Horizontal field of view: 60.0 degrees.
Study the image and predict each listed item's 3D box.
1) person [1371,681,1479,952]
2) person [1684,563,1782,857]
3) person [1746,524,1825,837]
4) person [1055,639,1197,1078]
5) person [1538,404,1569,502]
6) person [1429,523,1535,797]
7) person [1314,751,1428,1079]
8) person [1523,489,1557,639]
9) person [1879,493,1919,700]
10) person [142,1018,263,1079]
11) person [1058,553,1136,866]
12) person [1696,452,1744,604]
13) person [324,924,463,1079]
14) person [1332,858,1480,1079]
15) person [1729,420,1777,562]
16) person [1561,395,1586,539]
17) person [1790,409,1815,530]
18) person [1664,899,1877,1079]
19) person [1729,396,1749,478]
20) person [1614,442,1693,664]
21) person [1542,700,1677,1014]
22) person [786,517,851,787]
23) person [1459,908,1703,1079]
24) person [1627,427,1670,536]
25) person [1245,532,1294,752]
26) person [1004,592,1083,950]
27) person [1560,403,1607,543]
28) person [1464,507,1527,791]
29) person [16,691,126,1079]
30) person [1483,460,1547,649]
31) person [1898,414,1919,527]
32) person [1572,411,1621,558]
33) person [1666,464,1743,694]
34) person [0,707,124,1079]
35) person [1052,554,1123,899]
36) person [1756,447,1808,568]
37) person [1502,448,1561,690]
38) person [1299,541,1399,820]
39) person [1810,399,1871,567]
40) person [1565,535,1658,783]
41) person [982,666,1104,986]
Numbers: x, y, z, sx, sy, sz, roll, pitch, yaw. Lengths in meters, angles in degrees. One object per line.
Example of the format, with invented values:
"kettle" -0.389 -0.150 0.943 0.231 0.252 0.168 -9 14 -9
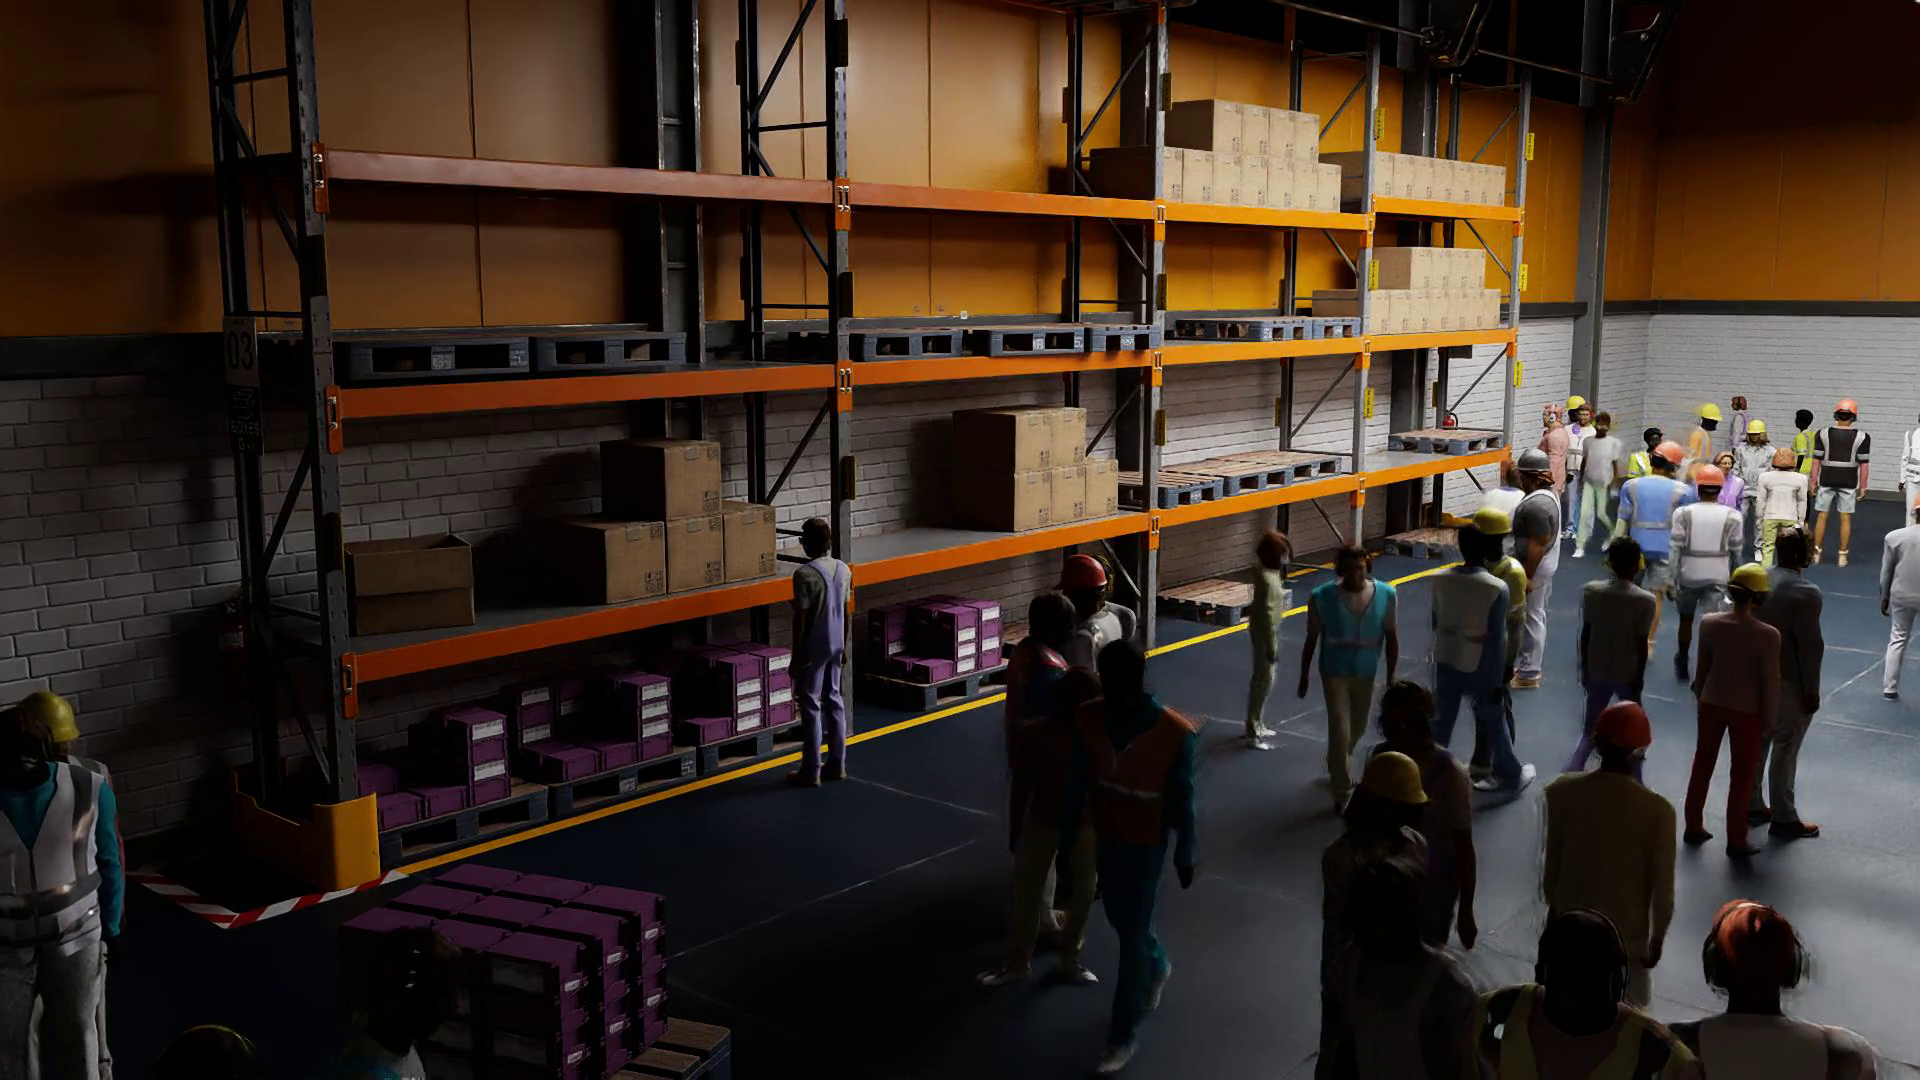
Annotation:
"person" 1.863 1.465 6.836 0.470 1.821 0.543 -6 11 -33
"person" 4.669 1.007 10.006 0.360 1.756 0.525 -6 10 -32
"person" 5.117 0.863 10.339 0.373 1.940 0.630 -2 9 -11
"person" 0.792 1.338 7.485 0.585 1.877 0.907 7 11 37
"person" 7.372 -0.745 20.813 0.407 1.908 0.641 4 10 25
"person" 3.388 0.816 10.919 0.968 1.866 0.614 -7 12 -40
"person" 1.536 1.619 6.125 0.484 1.737 0.320 -5 10 -27
"person" 5.381 0.179 15.761 0.506 1.618 0.535 -4 10 -25
"person" 7.806 0.465 13.542 0.572 1.743 0.349 8 12 41
"person" -1.711 1.949 3.691 0.818 1.830 0.561 7 11 37
"person" 0.780 0.995 9.750 0.509 1.863 0.326 2 9 11
"person" 8.057 -0.127 17.679 0.512 1.642 0.312 -1 9 -4
"person" -1.508 1.870 4.248 0.530 1.812 0.610 -2 9 -15
"person" 1.279 1.787 4.795 0.514 1.806 0.548 -4 10 -24
"person" 9.738 -0.604 20.427 0.492 1.742 0.323 6 10 32
"person" 8.216 -0.968 22.208 0.373 1.921 0.585 5 10 29
"person" 11.497 -0.938 22.729 0.317 1.695 0.540 8 12 40
"person" 2.060 1.851 4.345 0.585 1.836 1.005 3 9 18
"person" 12.339 -1.466 26.361 0.318 1.630 0.513 5 10 32
"person" 6.318 0.094 15.186 0.635 1.975 0.932 5 10 31
"person" 2.614 1.516 6.792 0.499 1.736 0.562 -8 12 -41
"person" -0.959 0.760 11.353 0.357 1.835 0.516 7 11 39
"person" 1.554 1.844 4.317 0.627 1.847 0.429 6 11 34
"person" 8.251 -0.505 19.935 0.531 1.697 0.322 0 9 -1
"person" 2.295 0.729 12.292 0.319 1.603 0.585 2 9 11
"person" 0.451 1.178 8.621 0.429 1.841 0.633 -1 9 -9
"person" 8.233 -0.891 21.987 0.560 1.836 0.393 8 12 43
"person" 3.571 0.729 11.247 0.386 1.922 0.594 -2 9 -11
"person" -3.629 1.493 6.658 0.403 1.825 0.596 7 11 38
"person" 5.064 0.170 15.247 0.886 1.798 0.567 -8 12 -40
"person" 12.122 -0.745 20.911 0.358 1.880 0.576 -7 11 -38
"person" 7.990 -0.701 20.802 0.535 1.842 0.783 8 12 42
"person" 6.285 0.304 14.075 0.572 1.889 0.981 3 9 20
"person" -3.518 1.532 6.340 0.624 1.844 0.430 -6 10 -32
"person" 0.701 1.035 9.271 0.385 1.929 0.543 4 10 25
"person" 8.977 -0.206 18.201 0.500 1.636 0.280 4 10 26
"person" 4.777 0.234 14.070 0.539 2.000 0.688 4 10 23
"person" 2.508 0.854 10.895 0.576 1.797 0.837 -1 9 -6
"person" 10.605 -0.686 20.059 0.614 2.029 0.409 5 10 31
"person" 4.114 0.882 10.570 0.524 1.835 0.865 8 12 42
"person" 0.432 1.389 8.022 0.693 1.605 0.307 0 9 -2
